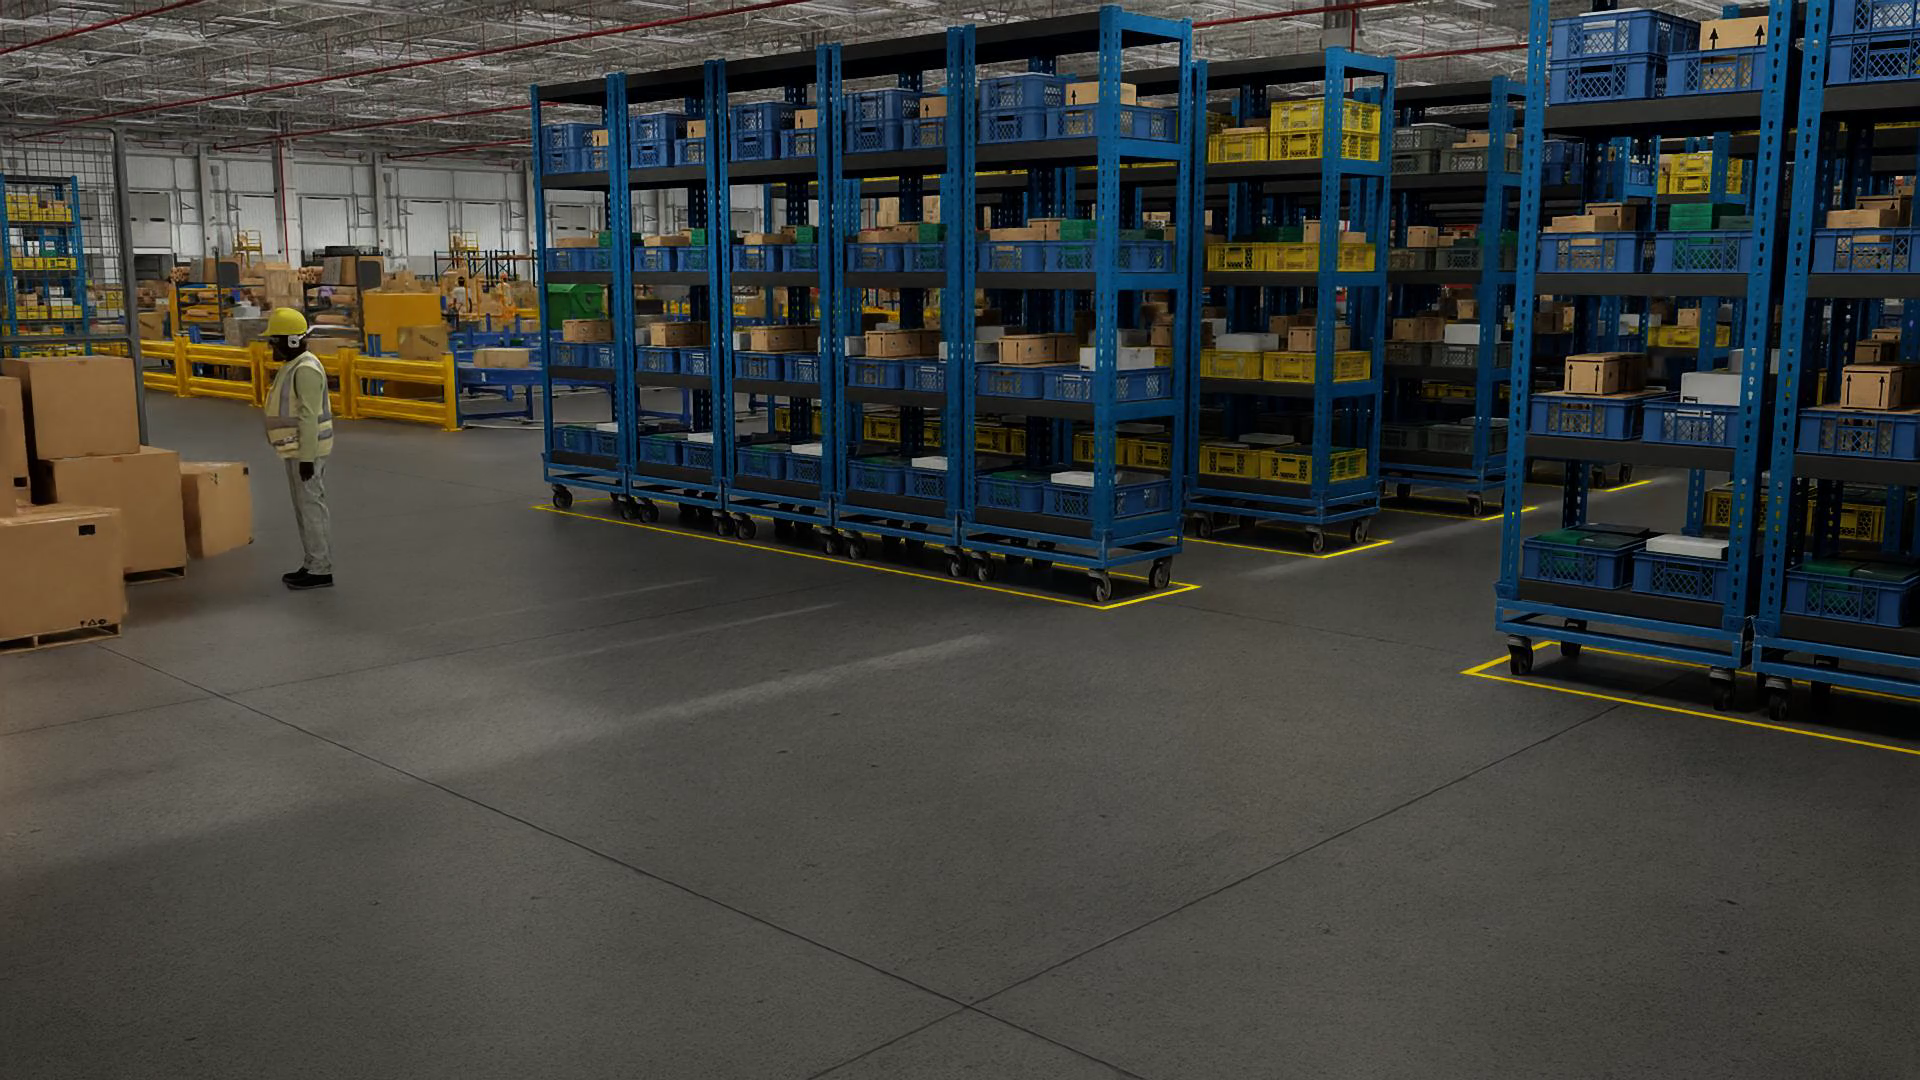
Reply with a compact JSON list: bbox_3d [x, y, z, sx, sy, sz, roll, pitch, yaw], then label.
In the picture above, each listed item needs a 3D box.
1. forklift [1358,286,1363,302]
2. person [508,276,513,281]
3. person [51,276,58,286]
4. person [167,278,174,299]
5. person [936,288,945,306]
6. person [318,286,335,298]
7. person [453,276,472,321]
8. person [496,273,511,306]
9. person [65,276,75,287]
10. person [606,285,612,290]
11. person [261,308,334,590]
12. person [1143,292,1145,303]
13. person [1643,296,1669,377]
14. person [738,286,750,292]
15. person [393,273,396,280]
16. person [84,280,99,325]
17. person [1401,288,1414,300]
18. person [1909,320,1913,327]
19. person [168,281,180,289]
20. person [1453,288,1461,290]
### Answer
[{"bbox_3d":[11.100,-7.017,46.970,1.873,2.768,1.129,9,13,43],"label":"forklift"},{"bbox_3d":[-23.257,-12.853,86.309,0.493,1.714,0.784,7,12,36],"label":"person"},{"bbox_3d":[-35.867,-9.668,66.319,0.581,1.874,0.925,3,10,17],"label":"person"},{"bbox_3d":[-37.588,-11.689,79.336,0.872,1.643,0.547,-7,12,-37],"label":"person"},{"bbox_3d":[-0.635,-8.915,62.377,0.628,1.665,0.364,2,9,9],"label":"person"},{"bbox_3d":[-24.029,-9.234,63.125,0.611,2.040,0.392,-2,9,-13],"label":"person"},{"bbox_3d":[-13.445,-6.190,44.982,0.517,1.874,0.328,-3,10,-20],"label":"person"},{"bbox_3d":[-15.394,-8.034,56.140,0.557,1.926,0.406,4,10,24],"label":"person"},{"bbox_3d":[-34.778,-9.451,64.861,0.635,1.913,0.814,2,9,10],"label":"person"},{"bbox_3d":[-17.619,-12.510,83.968,0.678,1.805,0.354,-6,11,-31],"label":"person"},{"bbox_3d":[-4.292,-0.589,10.806,0.404,1.824,0.586,-6,11,-33],"label":"person"},{"bbox_3d":[5.453,-7.063,50.482,0.427,1.818,0.625,9,13,43],"label":"person"},{"bbox_3d":[9.017,-2.454,21.759,0.643,1.976,0.619,7,12,38],"label":"person"},{"bbox_3d":[-8.996,-10.163,69.054,0.607,1.966,0.367,6,11,31],"label":"person"},{"bbox_3d":[-18.997,-8.136,56.399,0.617,2.000,0.716,-5,11,-30],"label":"person"},{"bbox_3d":[-24.182,-6.371,46.451,0.649,1.741,0.560,-2,9,-9],"label":"person"},{"bbox_3d":[7.725,-3.483,28.443,1.008,1.849,0.663,-4,10,-25],"label":"person"},{"bbox_3d":[11.253,-2.020,19.501,0.375,1.841,0.567,2,10,14],"label":"person"},{"bbox_3d":[-38.066,-12.028,80.751,0.927,1.882,0.590,1,9,4],"label":"person"},{"bbox_3d":[21.052,-10.273,70.754,0.508,1.631,0.272,-3,10,-17],"label":"person"}]
